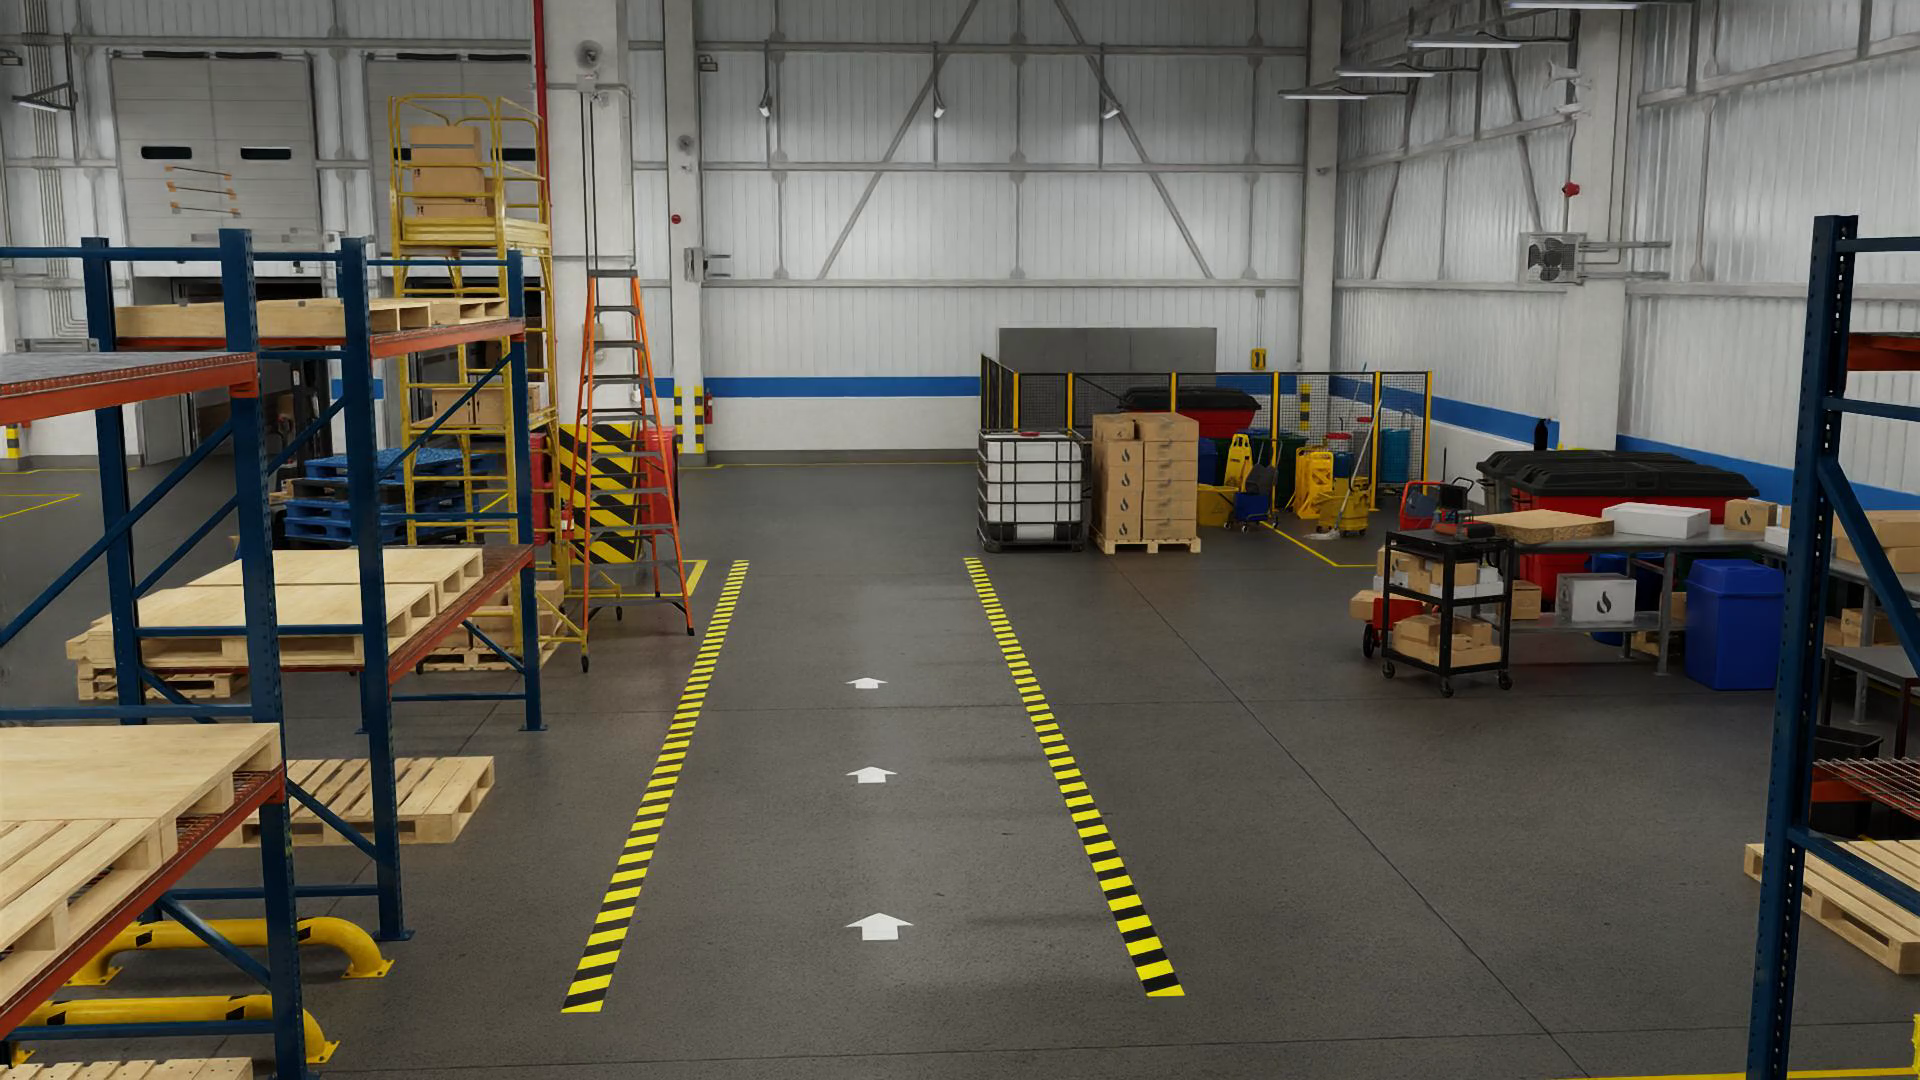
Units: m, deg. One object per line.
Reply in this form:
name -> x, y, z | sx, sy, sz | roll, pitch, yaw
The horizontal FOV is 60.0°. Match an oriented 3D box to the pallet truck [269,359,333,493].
pallet truck -> -7.062, -1.131, 18.996 | 1.885, 1.965, 0.823 | 2, 9, 13
